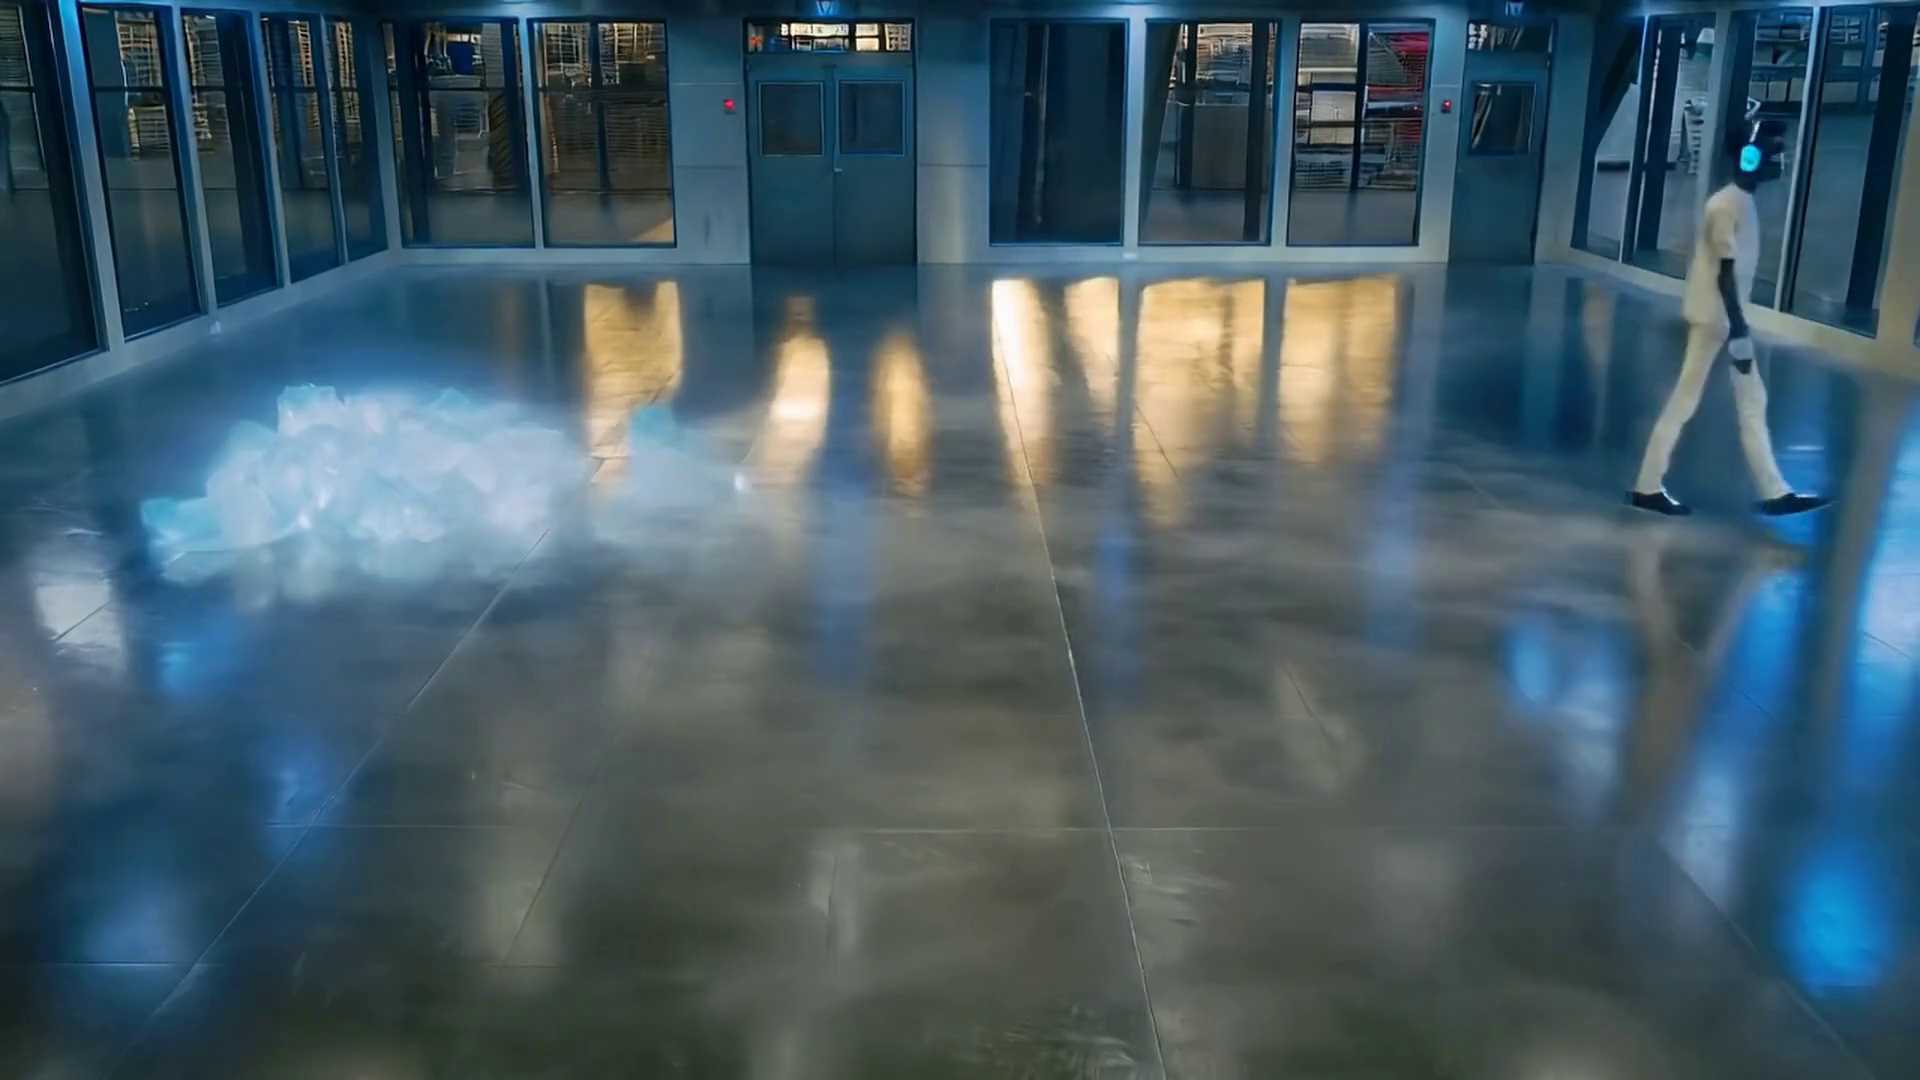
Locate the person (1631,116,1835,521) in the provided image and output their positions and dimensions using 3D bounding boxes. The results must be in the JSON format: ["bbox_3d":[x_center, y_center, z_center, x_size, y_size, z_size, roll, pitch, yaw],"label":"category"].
[{"bbox_3d":[3.560,-0.954,7.483,0.915,1.828,0.558,11,20,33],"label":"person"}]
